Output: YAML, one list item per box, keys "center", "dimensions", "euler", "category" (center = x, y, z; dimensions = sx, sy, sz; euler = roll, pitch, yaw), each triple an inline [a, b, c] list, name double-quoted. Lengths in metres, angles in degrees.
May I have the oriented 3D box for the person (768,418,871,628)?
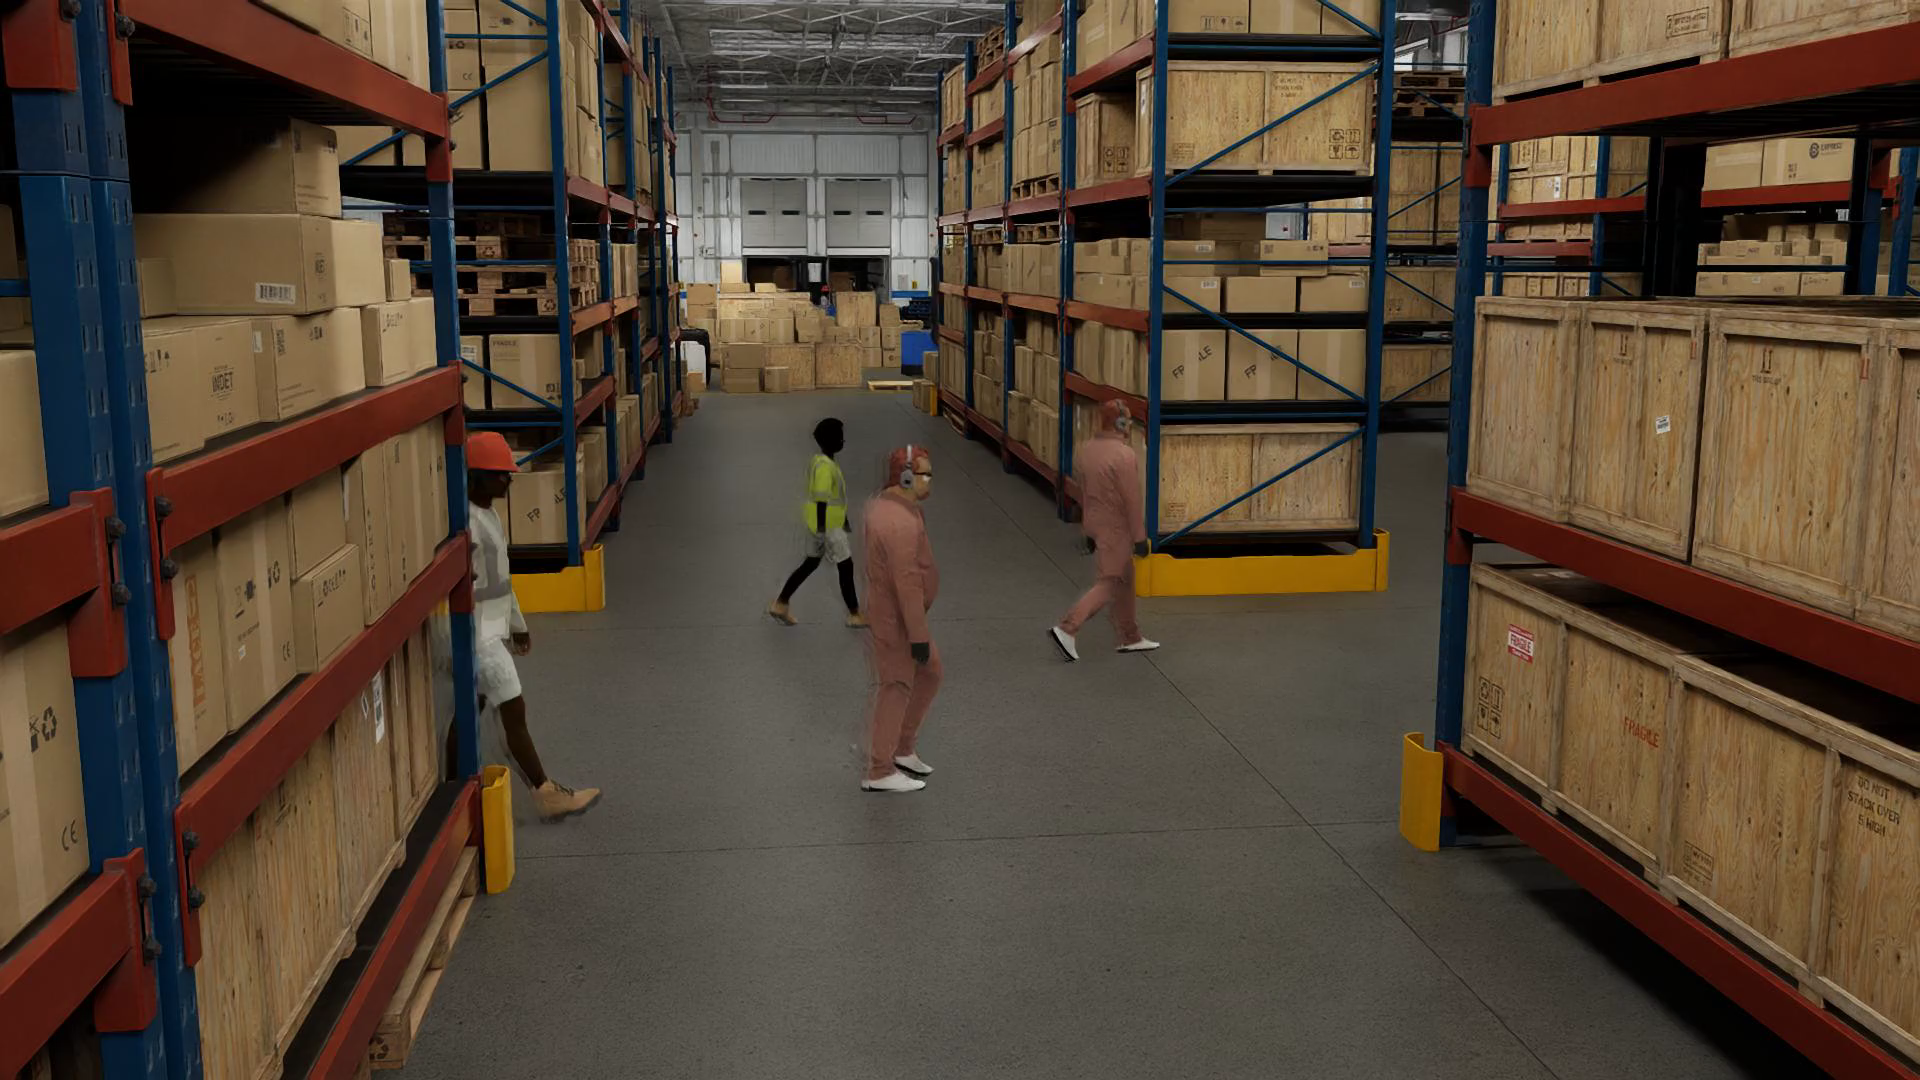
- center: [-1.078, -0.125, 12.863]
  dimensions: [0.871, 1.658, 0.542]
  euler: [-1, 10, -8]
  category: "person"

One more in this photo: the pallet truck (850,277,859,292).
- center: [-3.782, -9.391, 65.808]
  dimensions: [1.885, 1.965, 0.823]
  euler: [2, 10, 10]
  category: "pallet truck"

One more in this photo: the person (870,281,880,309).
- center: [-3.236, -8.704, 62.119]
  dimensions: [1.040, 1.882, 0.652]
  euler: [-5, 11, -28]
  category: "person"

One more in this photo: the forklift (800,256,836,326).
- center: [-5.102, -8.570, 58.460]
  dimensions: [1.129, 2.768, 1.873]
  euler: [-6, 12, -33]
  category: "forklift"

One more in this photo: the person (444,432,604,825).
- center: [-2.270, 0.458, 8.434]
  dimensions: [0.897, 2.004, 0.622]
  euler: [-1, 10, -8]
  category: "person"

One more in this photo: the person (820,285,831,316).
- center: [-4.379, -7.250, 53.573]
  dimensions: [0.628, 1.918, 0.559]
  euler: [-2, 10, -10]
  category: "person"

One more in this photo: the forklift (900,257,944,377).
- center: [-0.369, -5.230, 39.013]
  dimensions: [1.873, 2.768, 1.129]
  euler: [5, 11, 26]
  category: "forklift"

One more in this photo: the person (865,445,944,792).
- center: [-0.276, 0.429, 8.942]
  dimensions: [0.524, 1.886, 0.688]
  euler: [-1, 10, -7]
  category: "person"

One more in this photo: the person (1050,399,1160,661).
- center: [1.054, -0.074, 11.902]
  dimensions: [0.868, 1.880, 0.642]
  euler: [-3, 10, -17]
  category: "person"
